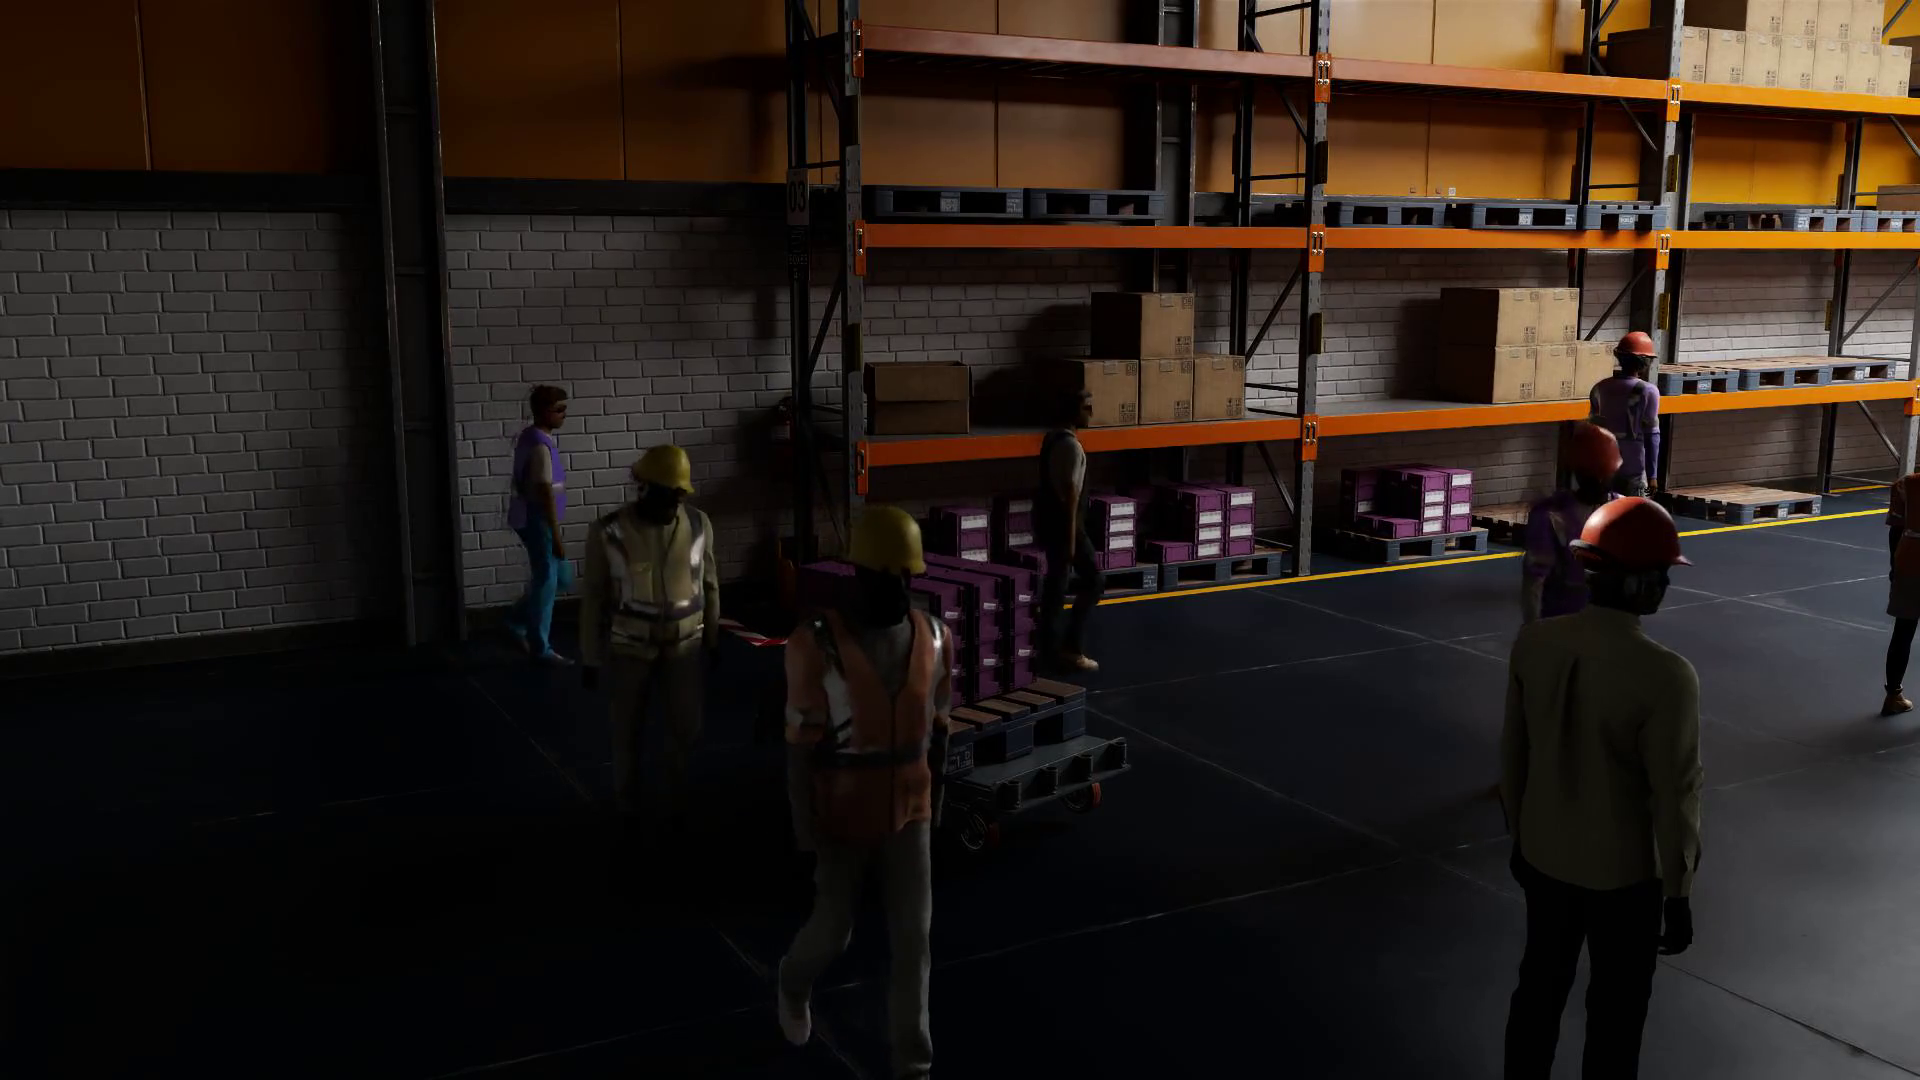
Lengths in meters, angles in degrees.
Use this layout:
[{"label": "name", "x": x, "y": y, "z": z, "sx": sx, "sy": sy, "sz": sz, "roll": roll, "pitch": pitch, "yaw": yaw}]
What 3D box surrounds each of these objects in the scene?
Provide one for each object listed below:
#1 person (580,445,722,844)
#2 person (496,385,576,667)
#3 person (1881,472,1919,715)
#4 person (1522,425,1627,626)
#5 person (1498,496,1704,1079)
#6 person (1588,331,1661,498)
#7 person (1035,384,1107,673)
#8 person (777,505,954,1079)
[{"label": "person", "x": -1.354, "y": 0.476, "z": 7.391, "sx": 0.651, "sy": 1.796, "sz": 0.581, "roll": -4, "pitch": 11, "yaw": -22}, {"label": "person", "x": -2.649, "y": -0.070, "z": 10.506, "sx": 0.444, "sy": 1.818, "sz": 0.572, "roll": -2, "pitch": 10, "yaw": -14}, {"label": "person", "x": 5.474, "y": 0.186, "z": 9.354, "sx": 0.317, "sy": 1.697, "sz": 0.540, "roll": -5, "pitch": 11, "yaw": -28}, {"label": "person", "x": 2.850, "y": 0.392, "z": 7.664, "sx": 0.586, "sy": 1.874, "sz": 1.021, "roll": 0, "pitch": 10, "yaw": -1}, {"label": "person", "x": 1.767, "y": 0.868, "z": 4.581, "sx": 0.396, "sy": 1.990, "sz": 0.622, "roll": -5, "pitch": 11, "yaw": -28}, {"label": "person", "x": 5.087, "y": -0.567, "z": 12.706, "sx": 0.391, "sy": 2.039, "sz": 0.614, "roll": -5, "pitch": 11, "yaw": -28}, {"label": "person", "x": 0.707, "y": -0.062, "z": 10.425, "sx": 0.485, "sy": 1.829, "sz": 0.506, "roll": -3, "pitch": 10, "yaw": -19}, {"label": "person", "x": -0.303, "y": 0.814, "z": 5.177, "sx": 0.604, "sy": 1.902, "sz": 0.833, "roll": -5, "pitch": 11, "yaw": -29}]
